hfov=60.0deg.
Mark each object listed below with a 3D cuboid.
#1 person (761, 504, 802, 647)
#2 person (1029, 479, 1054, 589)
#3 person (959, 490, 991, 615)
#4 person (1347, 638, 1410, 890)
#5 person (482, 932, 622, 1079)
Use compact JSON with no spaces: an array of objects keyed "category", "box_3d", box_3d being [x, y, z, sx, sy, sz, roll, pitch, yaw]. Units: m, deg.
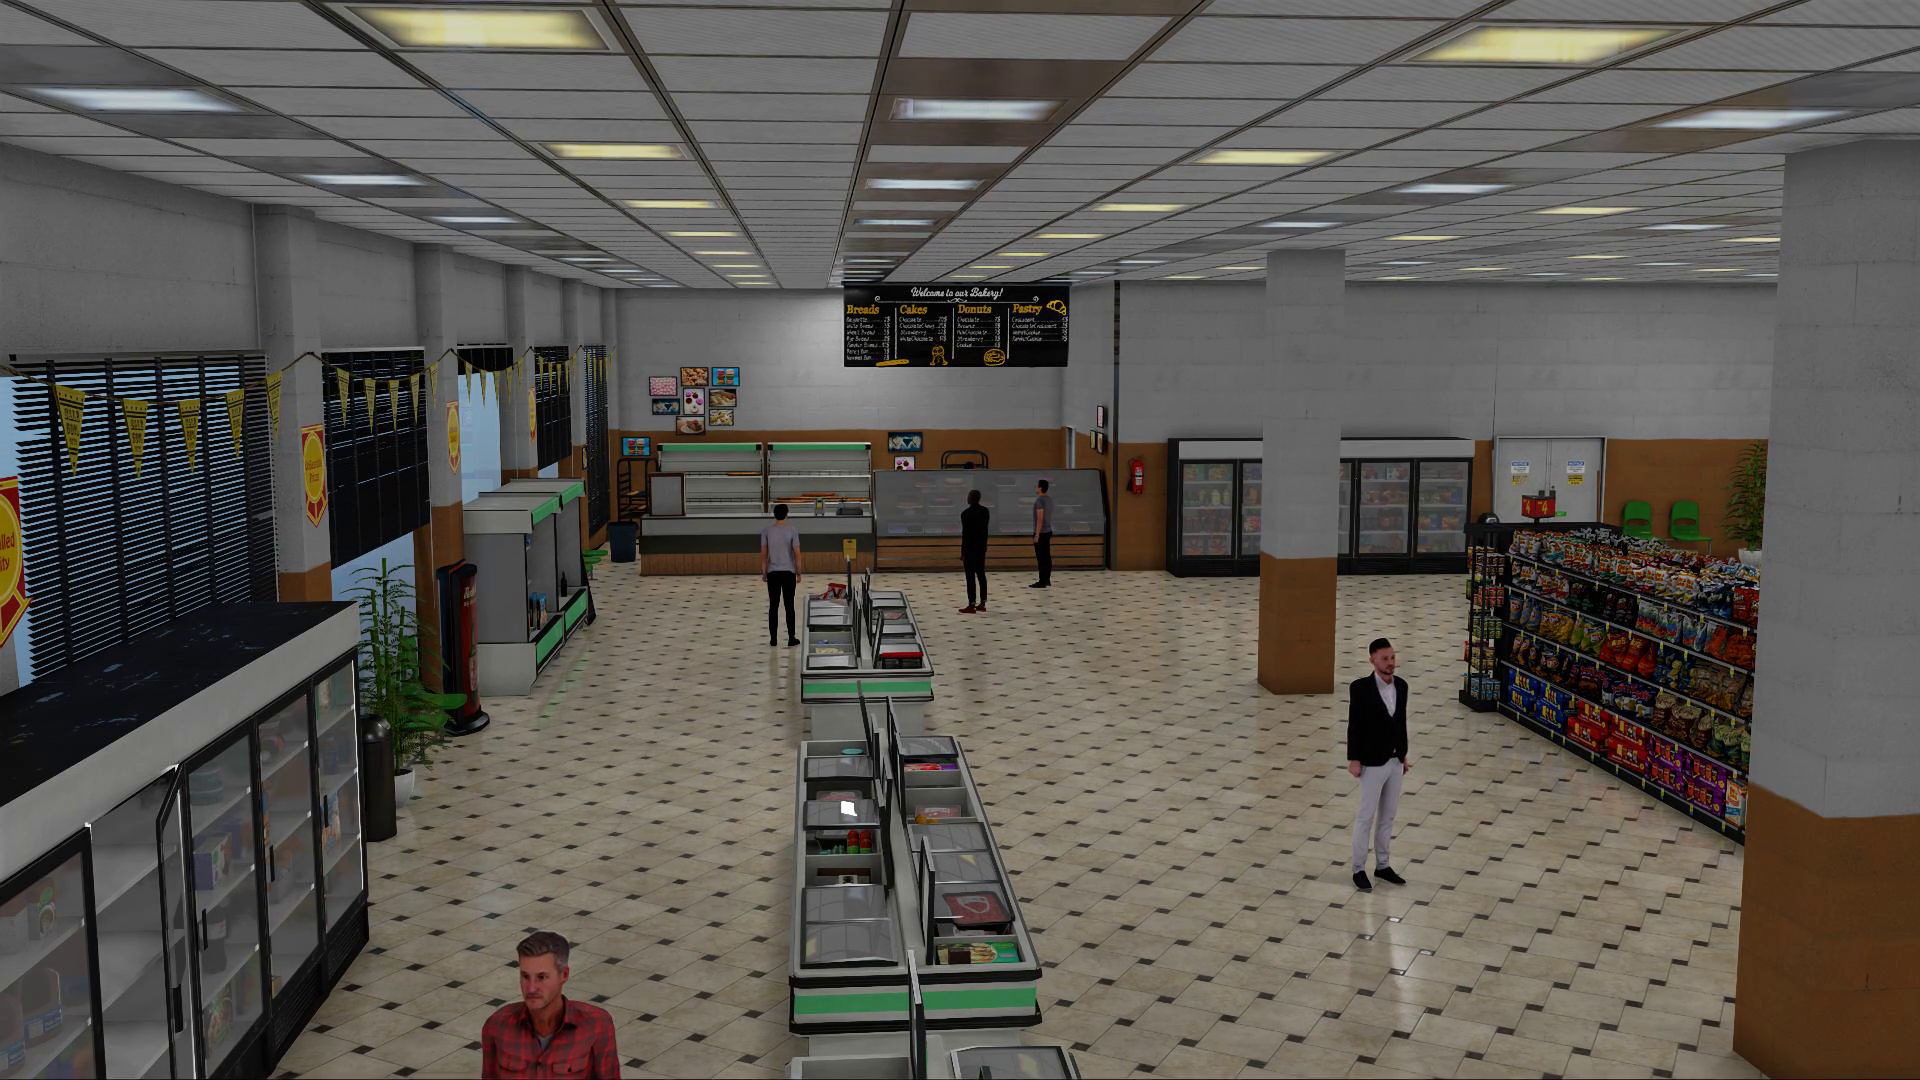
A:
[{"category":"person","box_3d":[-2.353,0.453,21.832,0.709,1.862,0.592,1,7,5]},{"category":"person","box_3d":[1.342,-0.115,26.981,0.757,1.755,0.640,3,7,22]},{"category":"person","box_3d":[0.220,0.161,24.436,0.832,1.818,0.784,6,9,43]},{"category":"person","box_3d":[3.085,1.622,12.241,0.724,1.844,0.661,-3,7,-22]},{"category":"person","box_3d":[-1.535,2.352,6.251,0.702,1.830,0.548,0,7,-1]}]
